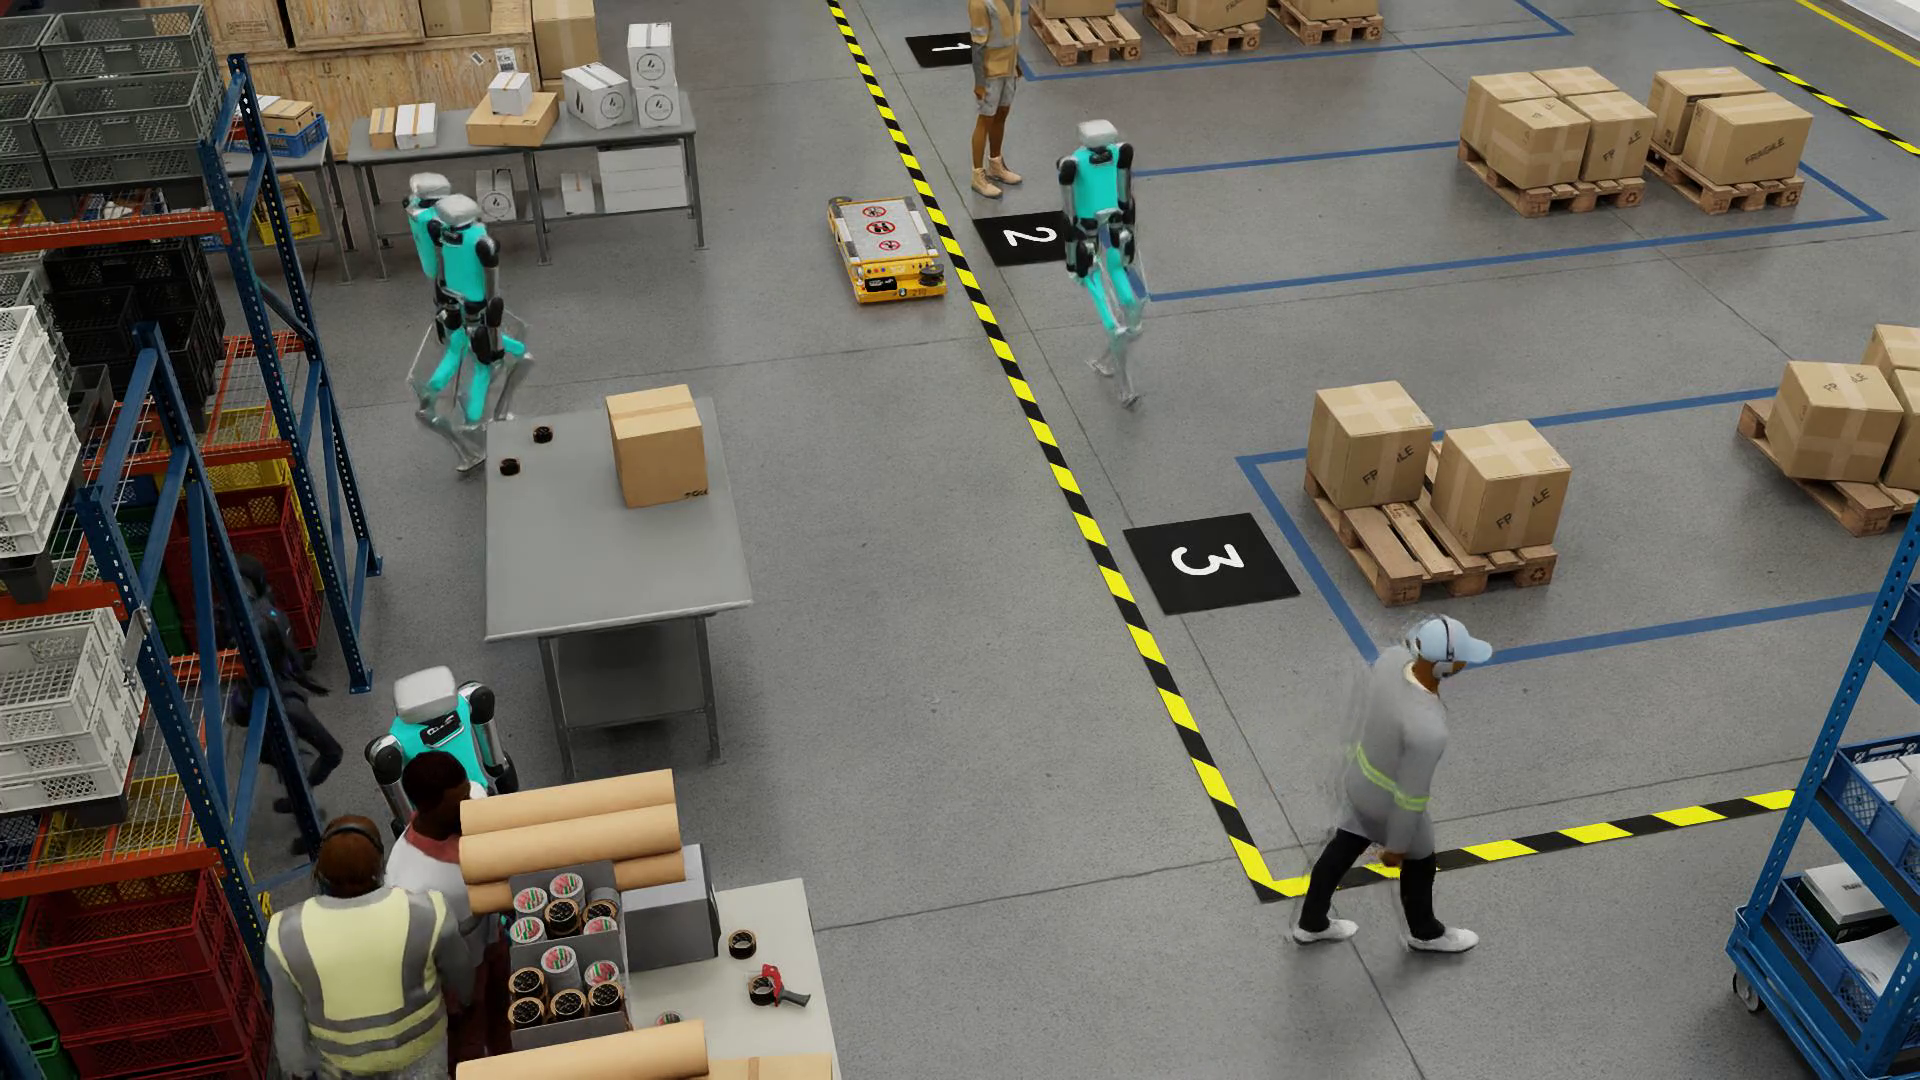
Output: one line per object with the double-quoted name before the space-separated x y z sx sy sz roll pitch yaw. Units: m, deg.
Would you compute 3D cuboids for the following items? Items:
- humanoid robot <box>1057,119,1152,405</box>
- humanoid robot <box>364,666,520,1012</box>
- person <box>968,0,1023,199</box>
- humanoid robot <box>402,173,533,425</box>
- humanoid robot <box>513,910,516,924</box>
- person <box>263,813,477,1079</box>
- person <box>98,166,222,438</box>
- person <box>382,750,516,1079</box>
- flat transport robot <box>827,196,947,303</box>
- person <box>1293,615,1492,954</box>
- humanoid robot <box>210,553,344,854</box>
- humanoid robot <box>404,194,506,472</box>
"humanoid robot" 1.008 -1.739 10.674 0.543 1.801 0.824 -18 40 -22
"humanoid robot" -1.805 1.272 6.504 0.735 1.674 0.533 27 44 31
"person" 0.322 -3.706 13.058 0.400 2.031 0.609 23 42 28
"humanoid robot" -2.955 -1.456 10.280 0.677 1.803 0.534 -25 43 -29
"humanoid robot" -1.479 1.585 6.237 0.325 1.646 0.586 -14 39 -17
"person" -2.063 1.690 6.003 0.651 1.798 0.930 -7 37 -9
"person" -4.947 -1.471 10.222 0.502 1.839 0.339 24 43 29
"person" -1.832 1.501 6.164 0.401 1.914 0.592 7 37 10
"flat transport robot" -0.570 -2.220 12.538 0.659 0.231 1.431 -8 37 -10
"person" 1.874 1.034 6.863 0.870 1.814 0.606 -5 37 -6
"humanoid robot" -3.035 0.744 7.370 0.376 1.643 0.602 -4 37 -5
"humanoid robot" -3.010 -1.088 9.834 0.548 1.837 0.713 24 43 28
